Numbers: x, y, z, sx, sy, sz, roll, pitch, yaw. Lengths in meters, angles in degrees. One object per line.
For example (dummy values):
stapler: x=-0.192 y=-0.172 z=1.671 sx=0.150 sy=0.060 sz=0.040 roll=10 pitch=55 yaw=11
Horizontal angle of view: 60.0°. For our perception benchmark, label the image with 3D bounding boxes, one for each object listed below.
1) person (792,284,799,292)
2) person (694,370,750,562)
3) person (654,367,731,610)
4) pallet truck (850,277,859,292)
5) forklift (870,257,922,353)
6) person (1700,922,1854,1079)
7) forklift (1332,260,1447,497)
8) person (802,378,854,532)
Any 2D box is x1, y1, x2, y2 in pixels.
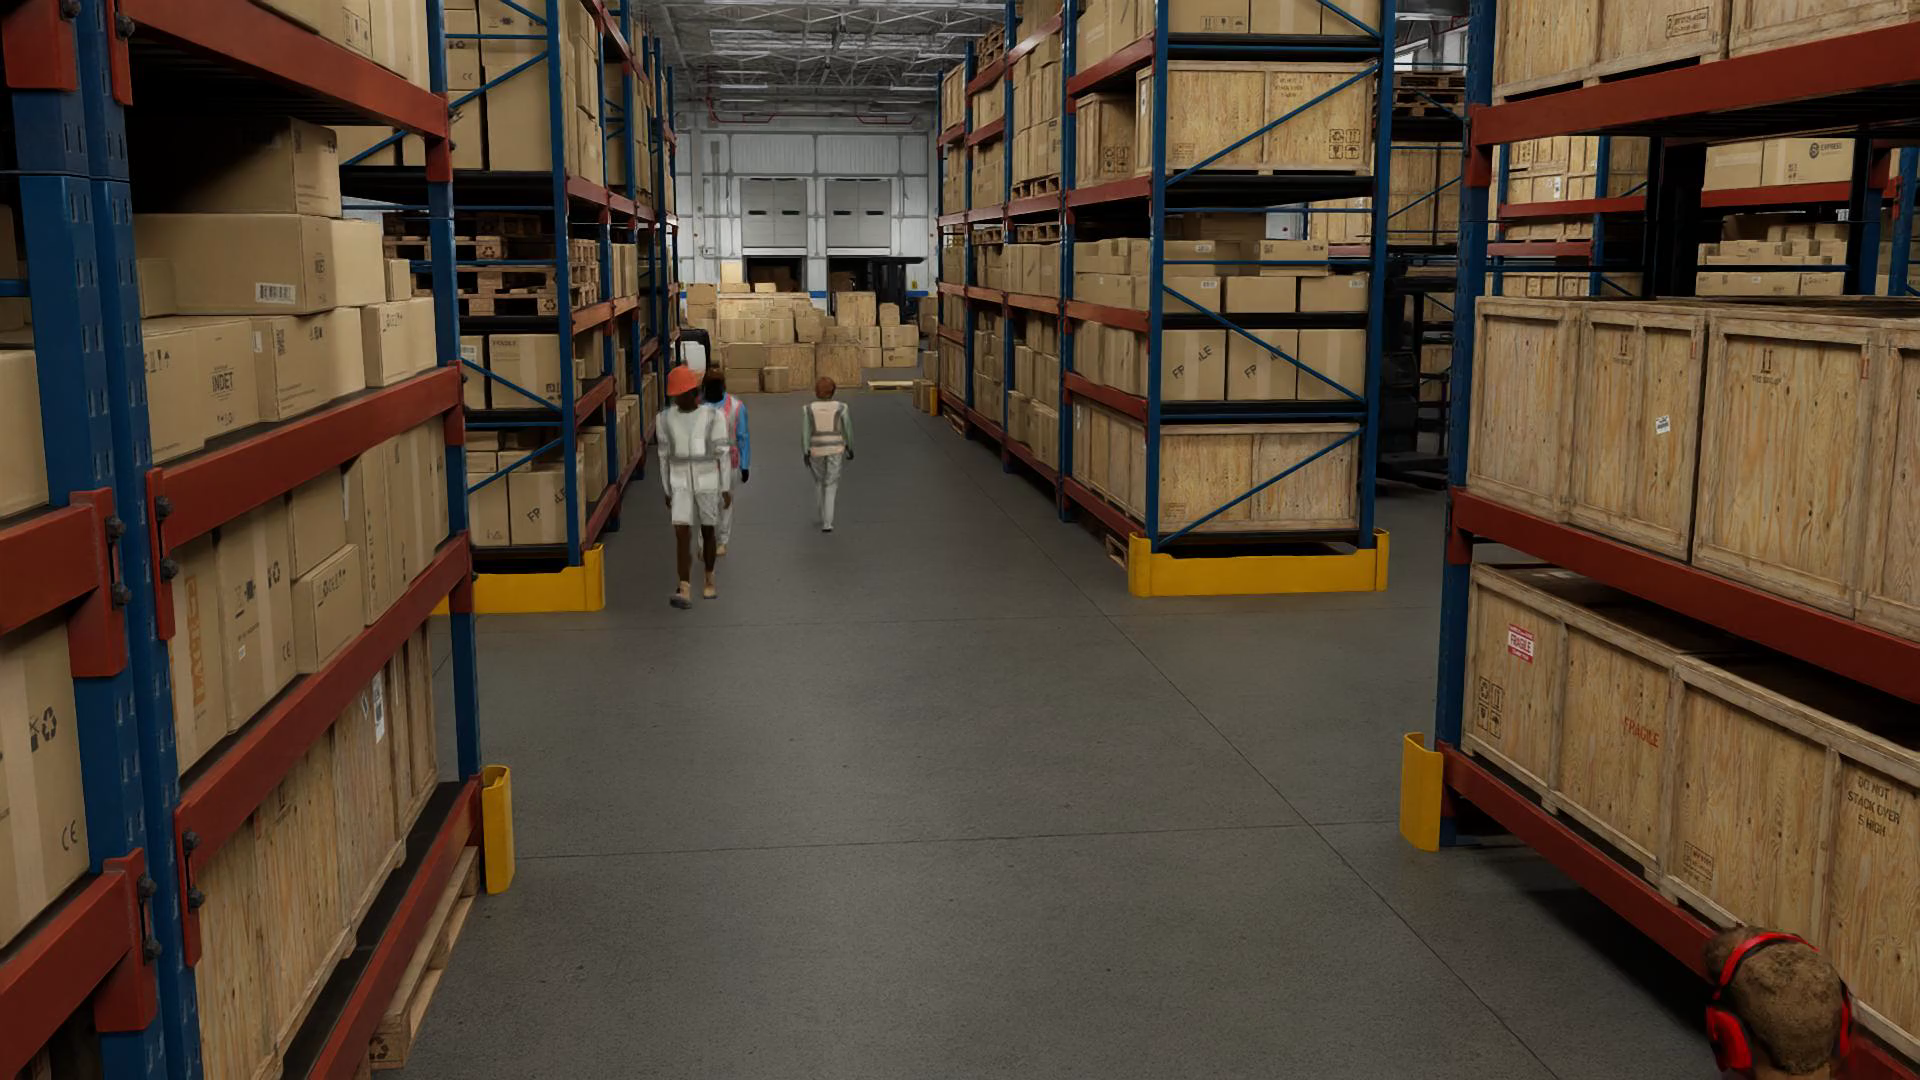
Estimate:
person: x=-5.971 y=-8.242 z=59.599 sx=0.974 sy=1.843 sz=0.577 roll=2 pitch=10 yaw=9
person: x=-2.308 y=-0.689 z=15.707 sx=0.660 sy=1.799 sz=0.918 roll=-1 pitch=10 yaw=-6
person: x=-2.199 y=-0.424 z=13.647 sx=0.634 sy=1.968 sz=1.060 roll=0 pitch=10 yaw=-2
pallet truck: x=-3.782 y=-9.391 z=65.808 sx=1.885 sy=1.965 sz=0.823 roll=2 pitch=10 yaw=10
forklift: x=-2.190 y=-6.798 z=48.143 sx=1.873 sy=2.768 sz=1.129 roll=-8 pitch=13 yaw=-39
person: x=1.340 y=1.557 z=2.706 sx=0.620 sy=1.793 sz=0.980 roll=2 pitch=10 yaw=9
forklift: x=4.999 y=-2.049 z=20.495 sx=1.129 sy=2.768 sz=1.873 roll=-5 pitch=11 yaw=-27
person: x=-1.389 y=-0.913 z=17.604 sx=0.514 sy=1.598 sz=0.848 roll=1 pitch=10 yaw=8
